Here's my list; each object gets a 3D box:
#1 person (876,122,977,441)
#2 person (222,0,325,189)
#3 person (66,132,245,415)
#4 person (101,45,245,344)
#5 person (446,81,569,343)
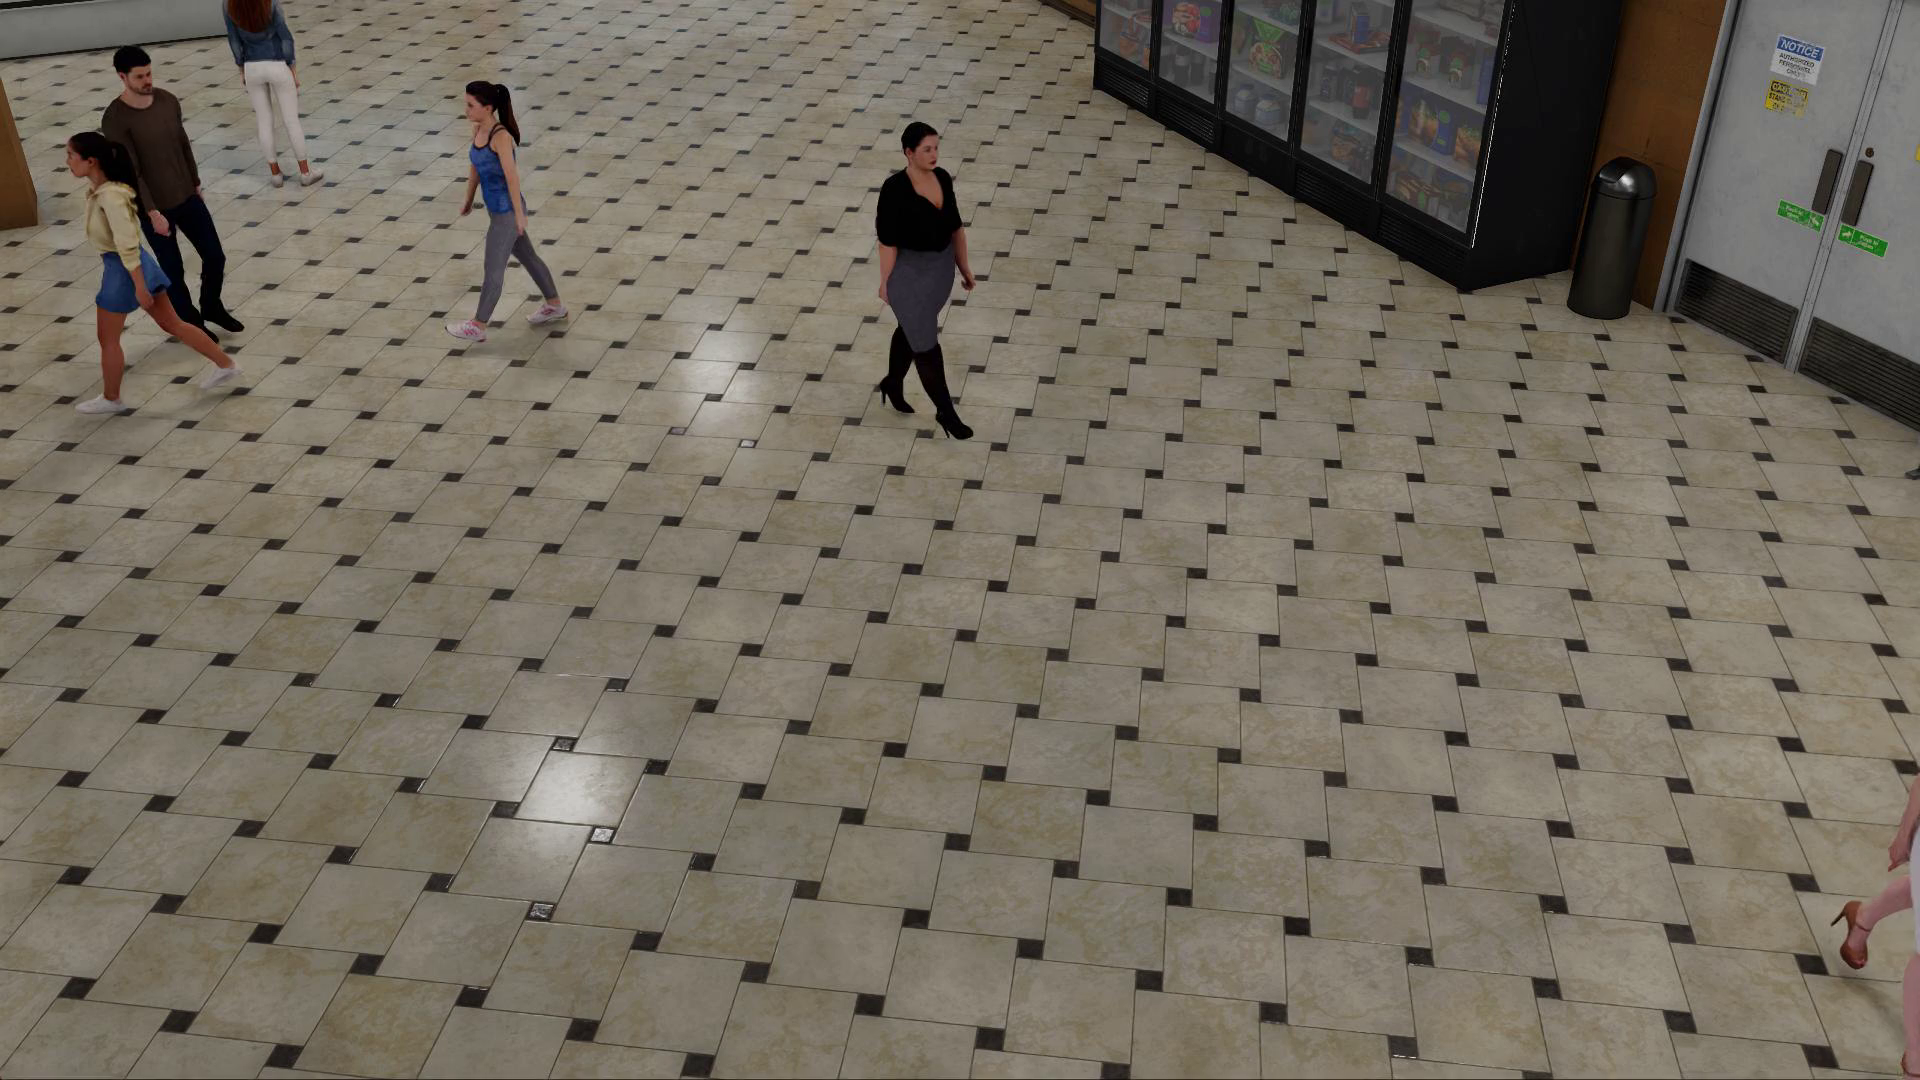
[{"bbox_3d":[-0.298,-1.428,9.058,0.980,1.724,1.054,23,39,33],"label":"person"},{"bbox_3d":[-5.150,-3.472,12.364,0.580,1.700,0.735,-2,32,-3],"label":"person"},{"bbox_3d":[-4.525,-1.471,9.253,1.121,1.589,0.654,-13,34,-20],"label":"person"},{"bbox_3d":[-4.778,-2.037,9.903,0.860,1.864,0.756,17,36,26],"label":"person"},{"bbox_3d":[-2.701,-2.008,10.132,1.030,1.573,0.633,-17,36,-25],"label":"person"}]
